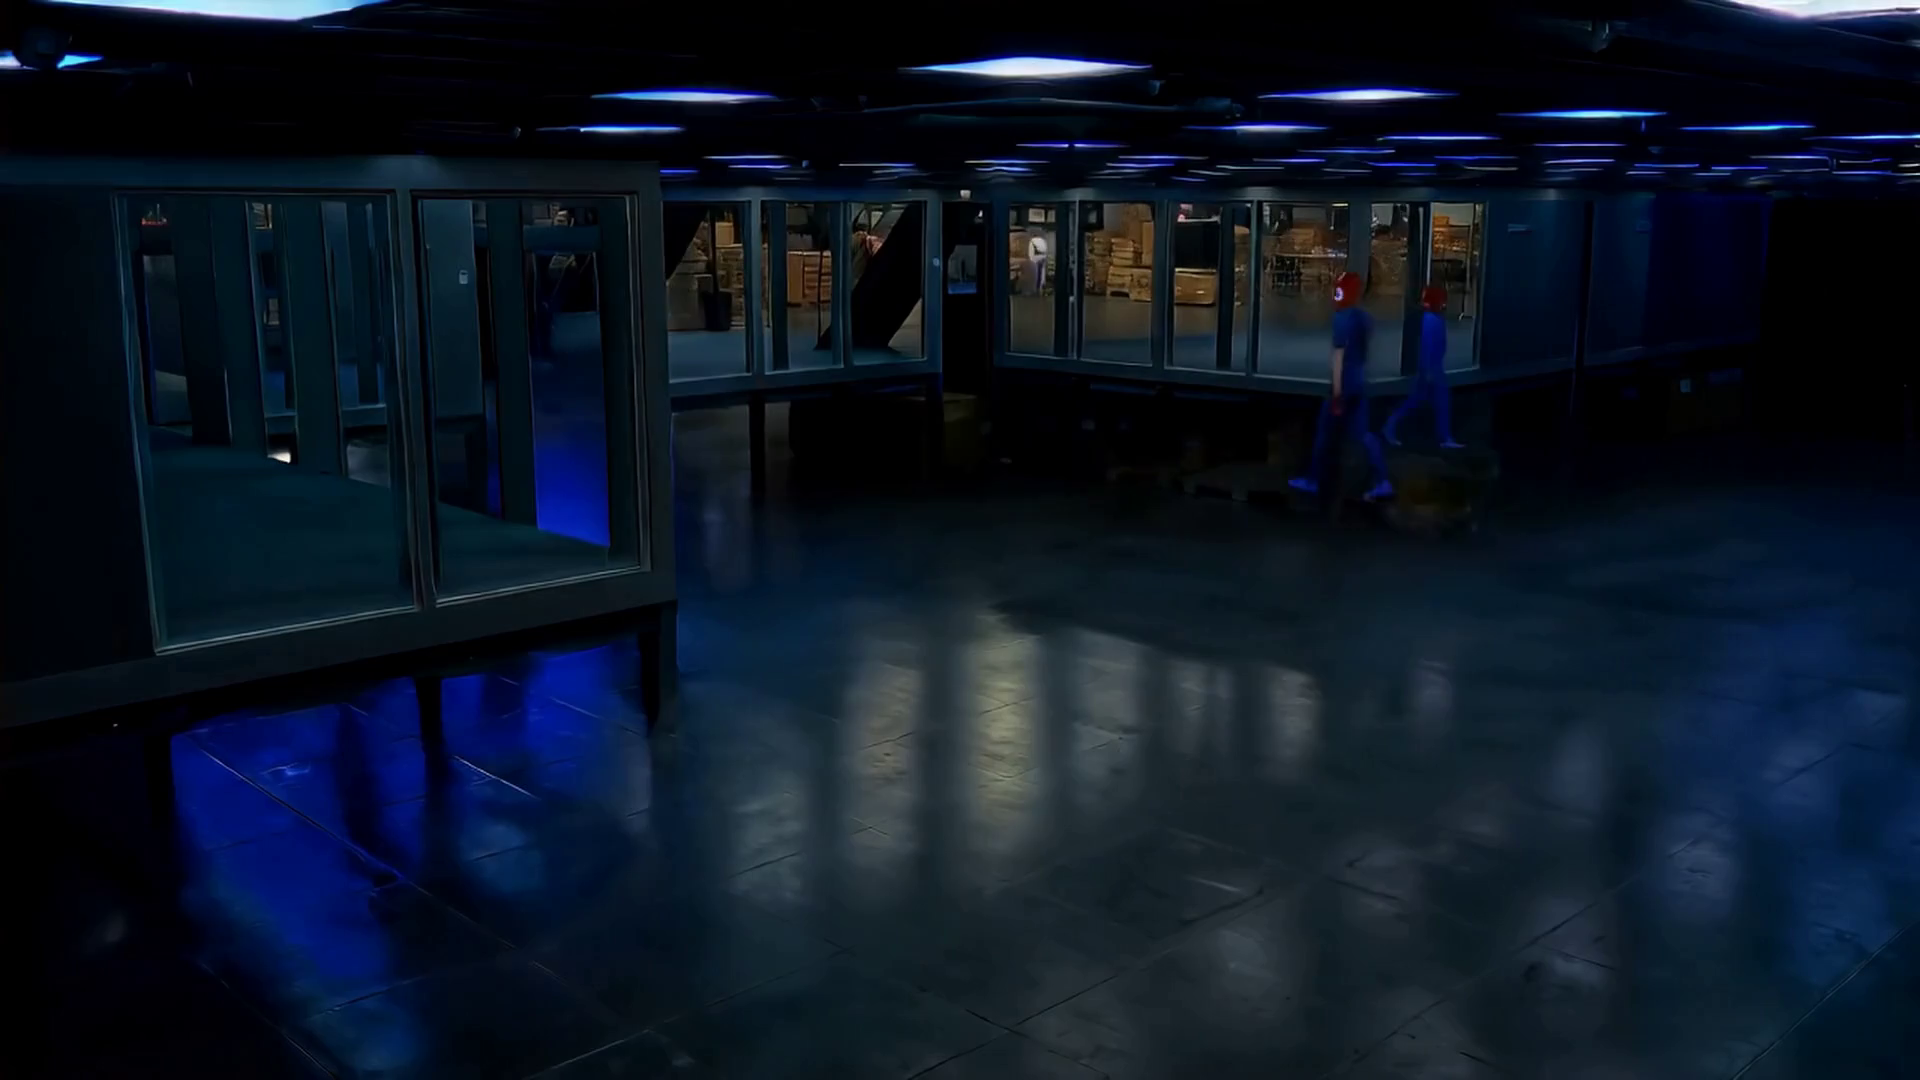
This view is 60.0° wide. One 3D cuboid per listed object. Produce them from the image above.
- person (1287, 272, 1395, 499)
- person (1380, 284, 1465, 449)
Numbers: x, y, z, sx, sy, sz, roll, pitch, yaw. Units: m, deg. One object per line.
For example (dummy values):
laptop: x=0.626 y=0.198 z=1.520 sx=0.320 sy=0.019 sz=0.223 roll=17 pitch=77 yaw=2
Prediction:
person: x=3.148 y=-1.247 z=13.454 sx=0.519 sy=1.826 sz=0.986 roll=-8 pitch=14 yaw=-35
person: x=4.537 y=-1.695 z=16.211 sx=0.765 sy=1.607 sz=0.506 roll=7 pitch=13 yaw=30
